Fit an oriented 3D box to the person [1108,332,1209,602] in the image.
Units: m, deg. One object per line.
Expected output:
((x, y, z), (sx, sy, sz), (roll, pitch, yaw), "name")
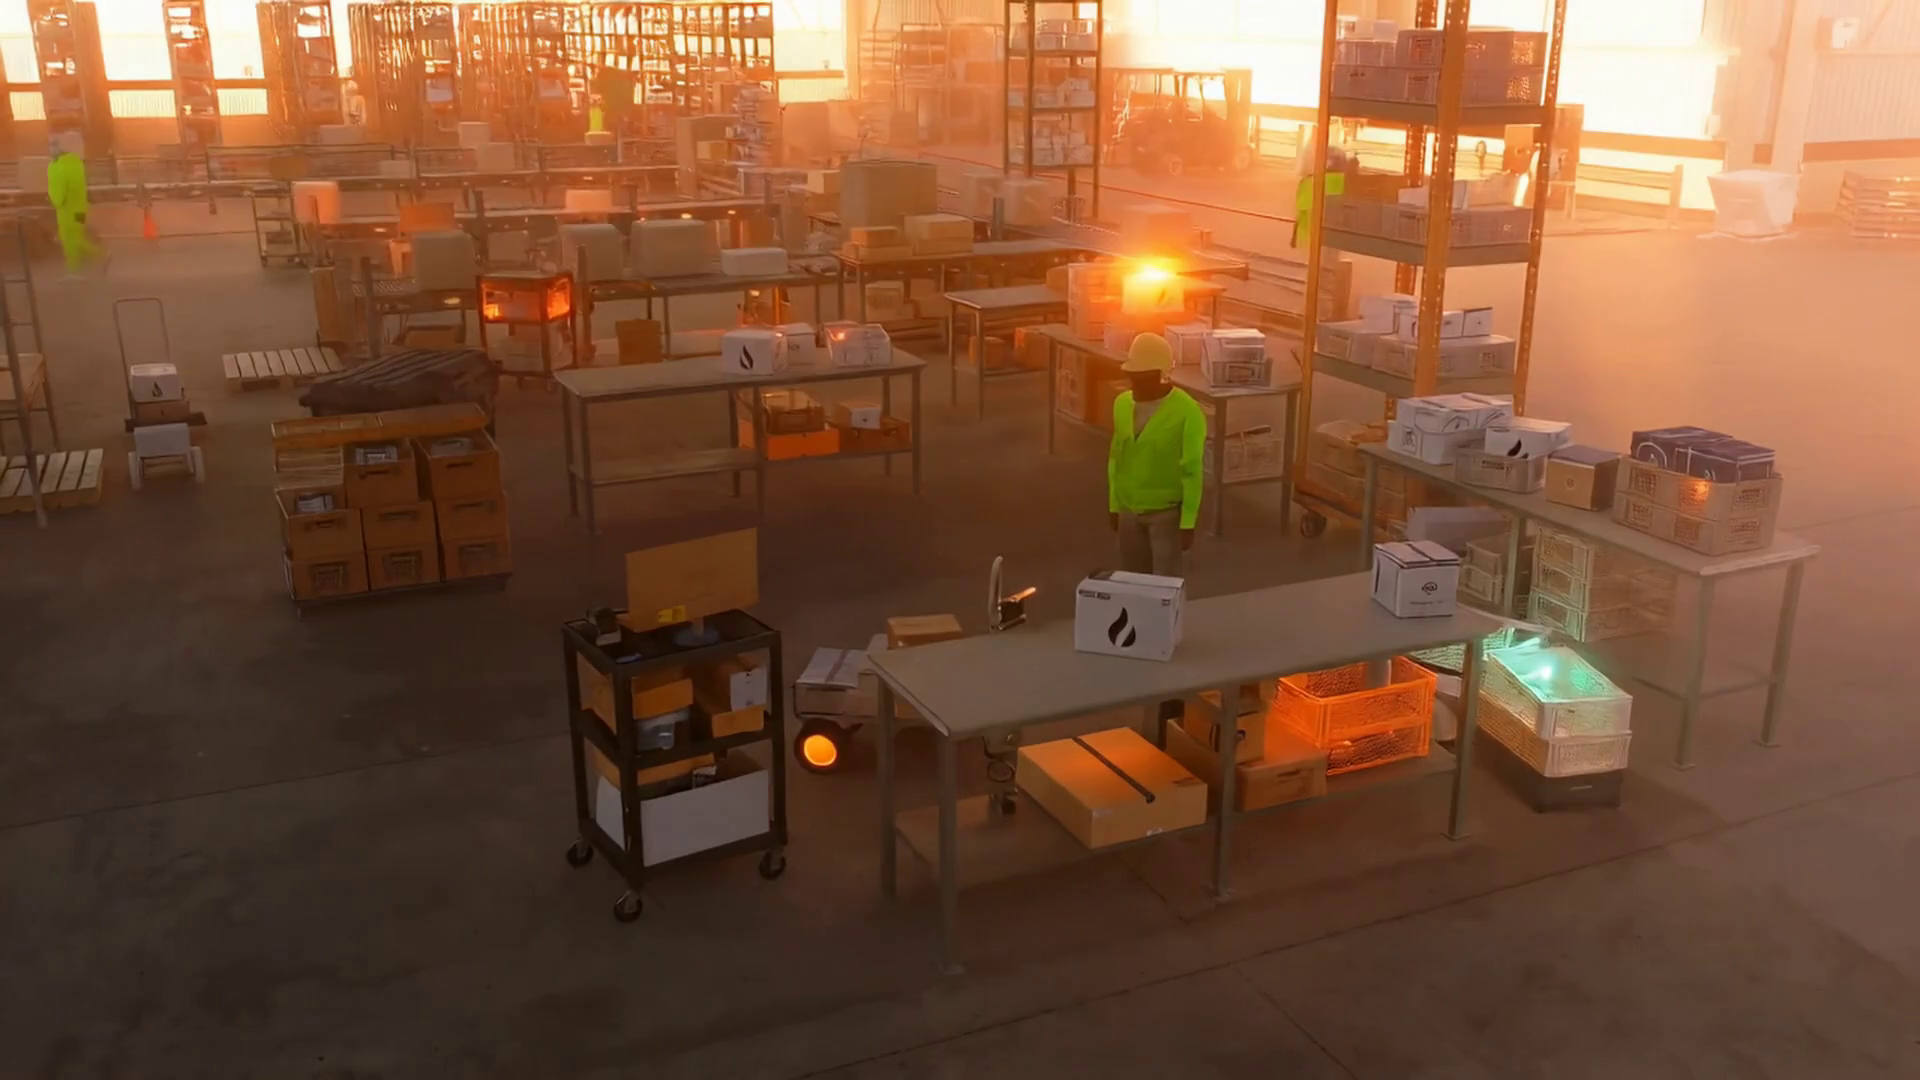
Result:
((0.988, -0.174, 8.611), (0.404, 1.823, 0.596), (-17, 24, -42), "person")

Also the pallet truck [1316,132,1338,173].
((7.723, -7.504, 32.656), (1.601, 1.201, 0.680), (-8, 19, -23), "pallet truck")

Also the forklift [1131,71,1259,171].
((4.998, -8.936, 35.413), (2.680, 1.987, 1.157), (-9, 20, -25), "forklift")

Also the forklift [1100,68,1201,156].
((4.082, -9.564, 37.410), (2.680, 1.987, 1.157), (-8, 19, -23), "forklift")

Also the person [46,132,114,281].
((-11.467, -4.312, 21.526), (0.645, 1.896, 0.571), (13, 22, 35), "person")

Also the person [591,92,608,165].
((-7.563, -8.516, 34.984), (0.383, 1.752, 0.540), (-8, 19, -24), "person")

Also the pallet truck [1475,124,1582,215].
((9.707, -6.455, 28.103), (1.885, 1.965, 0.823), (-7, 19, -20), "pallet truck")

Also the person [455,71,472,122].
((-13.526, -11.836, 45.330), (0.508, 1.828, 0.577), (-8, 19, -23), "person")

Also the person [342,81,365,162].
((-14.090, -9.711, 38.633), (0.601, 1.827, 0.403), (10, 20, 28), "person")

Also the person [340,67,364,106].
((-16.375, -11.723, 44.774), (0.646, 1.962, 0.529), (-15, 23, -40), "person")

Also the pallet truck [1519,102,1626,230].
((9.972, -6.037, 26.785), (1.885, 1.965, 0.823), (-9, 20, -25), "pallet truck")

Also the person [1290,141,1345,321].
((4.069, -3.474, 18.724), (0.624, 1.999, 1.032), (-6, 19, -19), "person")

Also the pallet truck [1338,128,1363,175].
((7.845, -7.140, 31.411), (1.522, 1.261, 0.704), (-9, 20, -25), "pallet truck")

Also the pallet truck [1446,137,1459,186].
((9.184, -6.485, 29.328), (1.630, 1.274, 0.653), (-8, 19, -23), "pallet truck")
